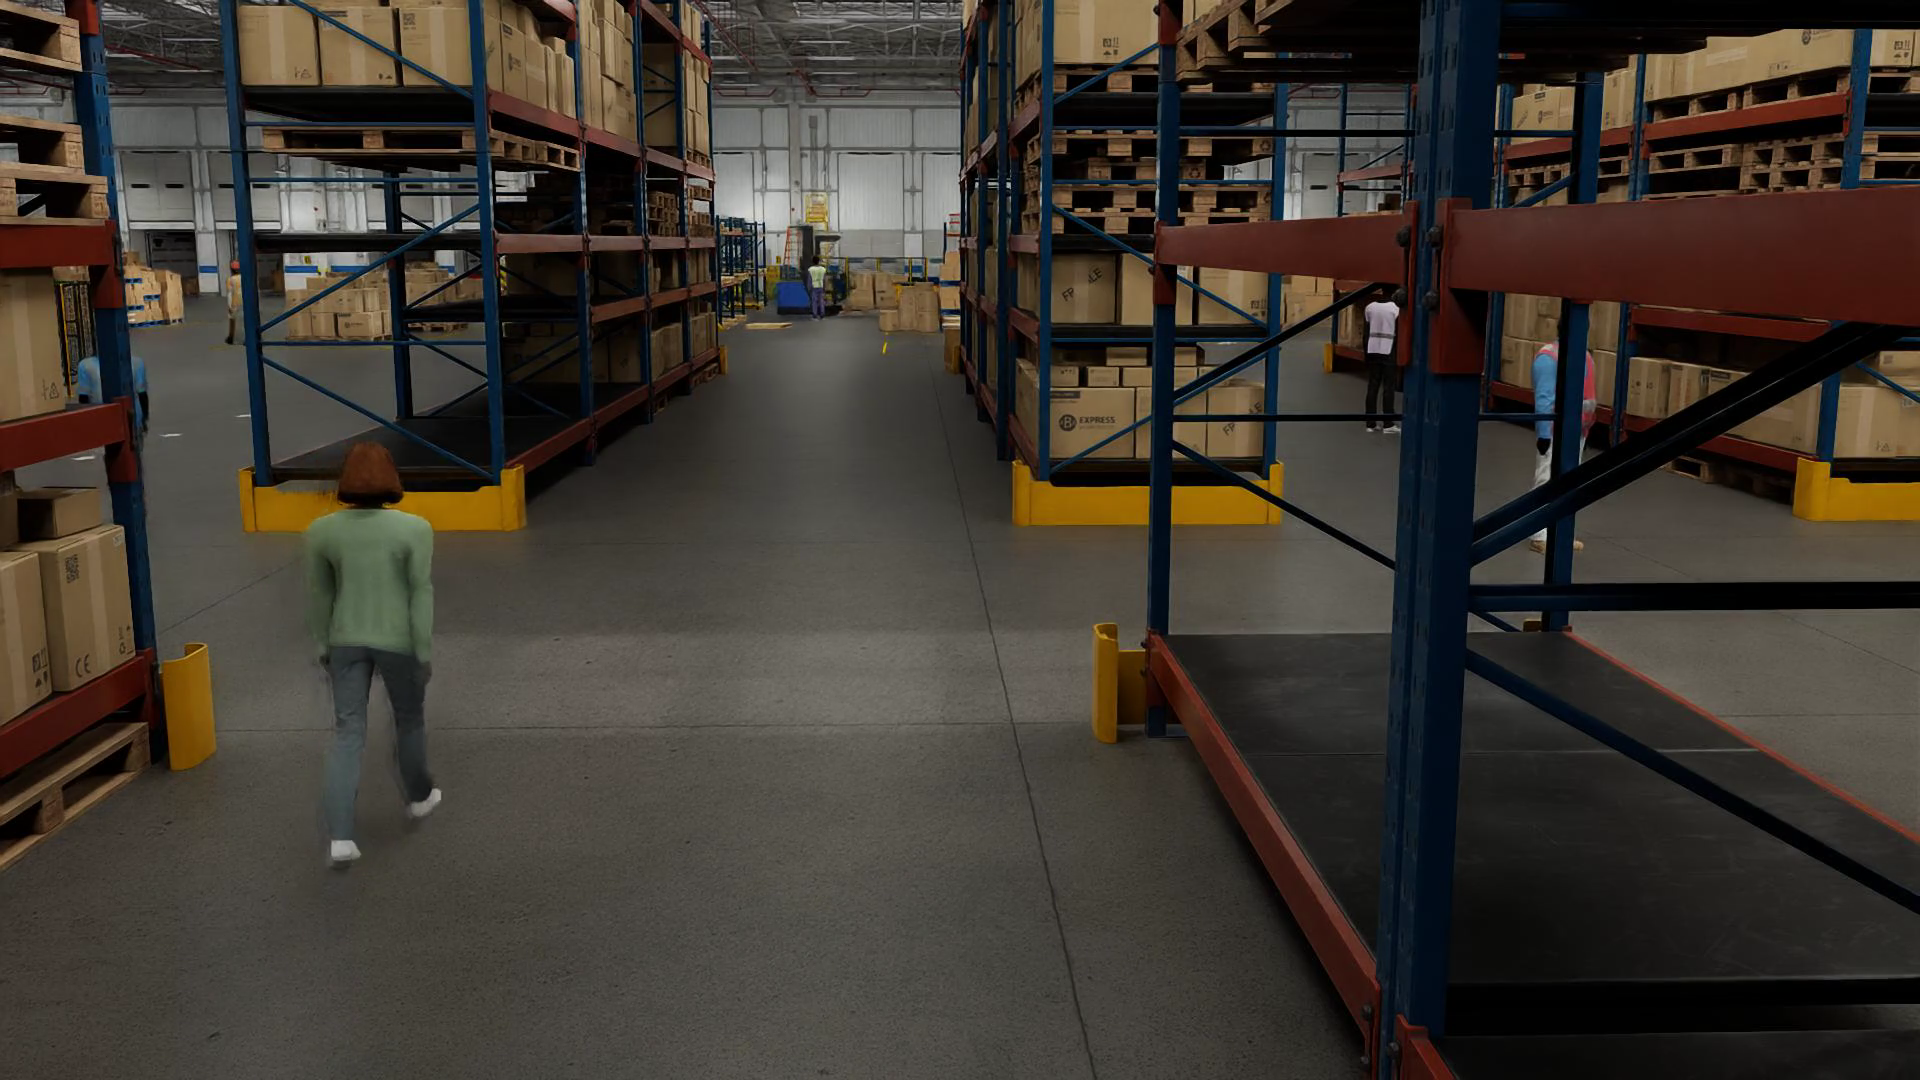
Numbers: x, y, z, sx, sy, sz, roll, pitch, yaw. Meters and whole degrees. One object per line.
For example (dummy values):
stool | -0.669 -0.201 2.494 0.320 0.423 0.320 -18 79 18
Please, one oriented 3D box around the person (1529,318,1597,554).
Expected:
person | 4.557 -0.810 12.540 0.625 1.839 0.430 -8 13 -38

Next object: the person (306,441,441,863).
person | -2.276 0.414 6.433 0.506 1.583 0.883 -1 10 -3

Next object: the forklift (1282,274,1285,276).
forklift | 12.295 -10.027 60.977 1.129 2.768 1.873 0 10 -2

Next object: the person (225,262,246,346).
person | -16.356 -5.339 37.643 1.005 1.878 0.564 9 13 40

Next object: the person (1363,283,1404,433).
person | 5.208 -2.264 20.434 0.389 1.911 0.590 -8 13 -38

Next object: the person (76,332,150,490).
person | -7.181 -1.012 14.127 0.550 1.655 0.829 -6 12 -32

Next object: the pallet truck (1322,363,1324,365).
pallet truck | 7.712 -4.157 30.737 1.885 1.965 0.823 3 11 16

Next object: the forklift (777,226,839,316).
forklift | -4.766 -8.426 52.063 1.873 2.768 1.129 0 10 -2

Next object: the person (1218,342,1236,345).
person | 6.105 -5.368 37.862 0.518 1.865 0.330 -6 12 -32

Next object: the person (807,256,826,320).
person | -4.281 -7.518 49.710 0.591 1.916 0.398 -6 12 -30

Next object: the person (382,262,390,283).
person | -16.513 -7.208 48.180 0.411 1.851 0.541 7 12 32
